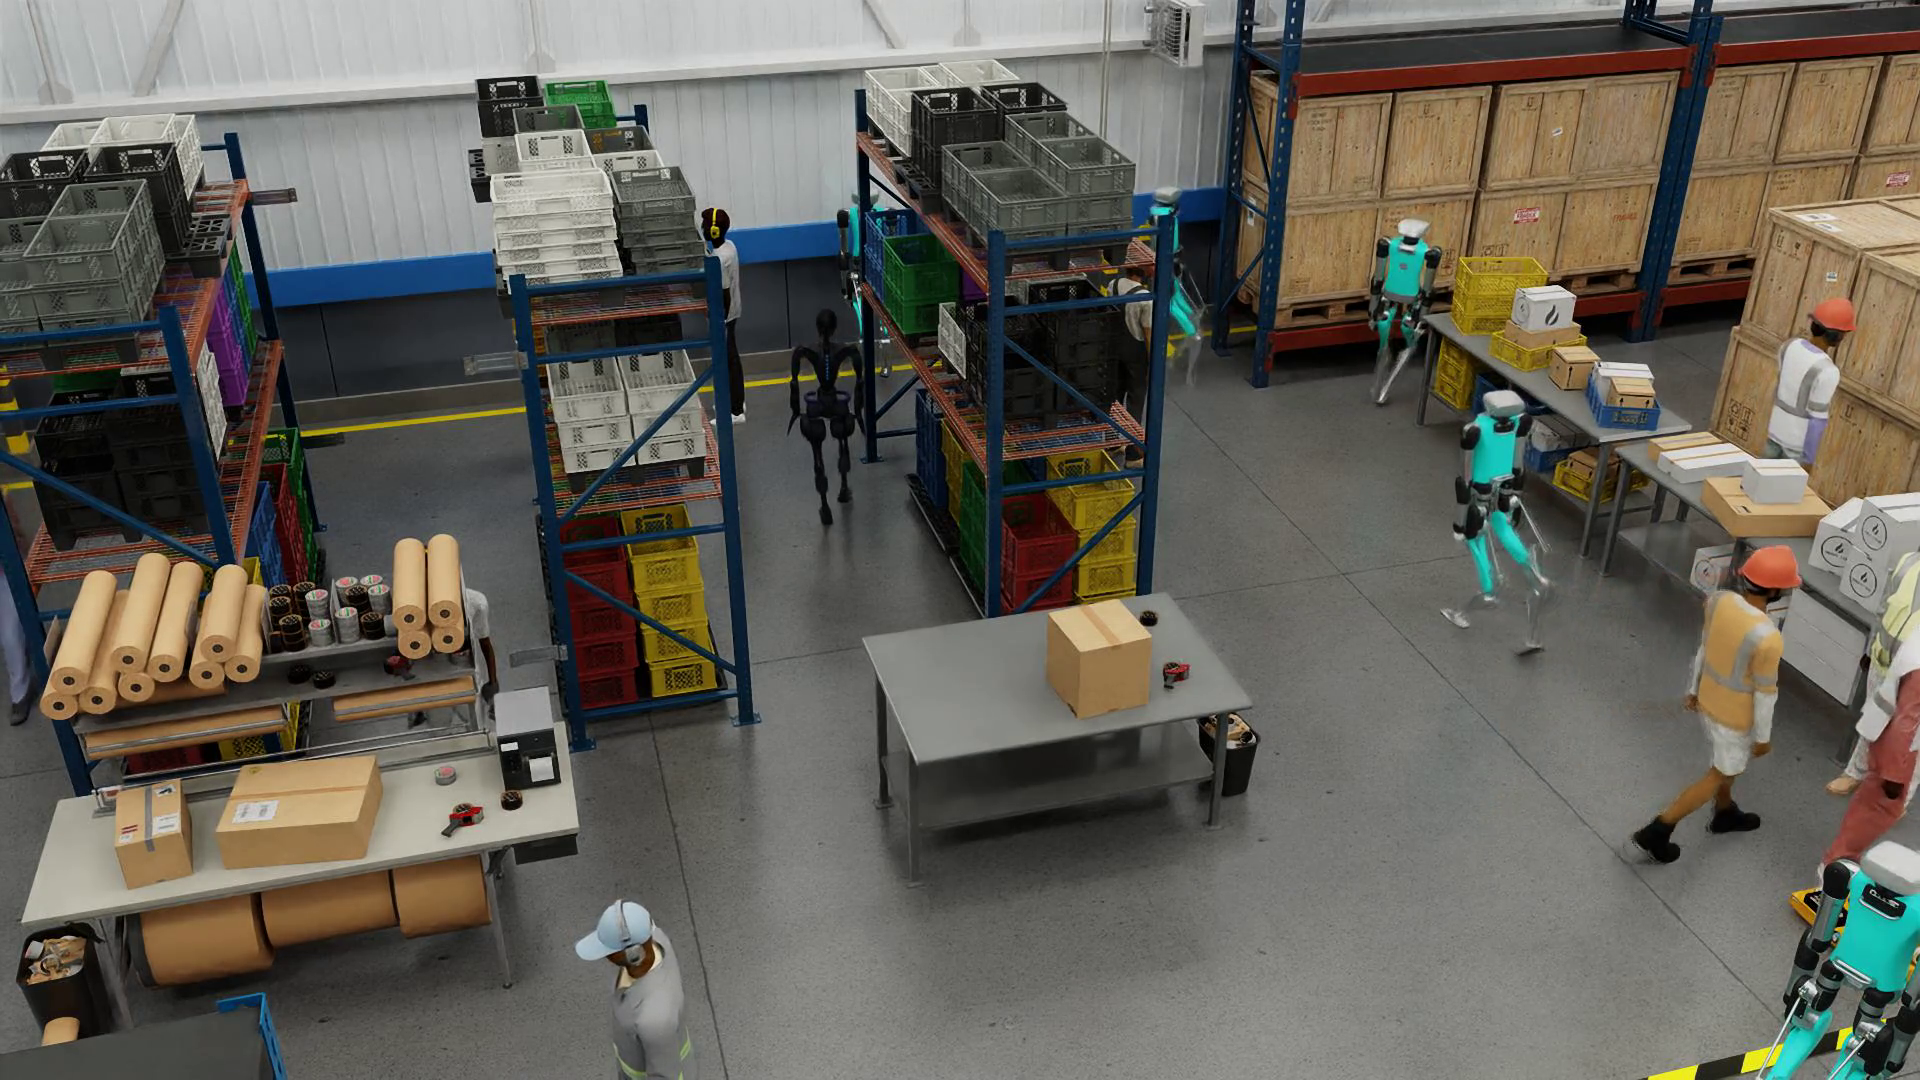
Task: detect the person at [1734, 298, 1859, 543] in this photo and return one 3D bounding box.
[{"bbox_3d":[5.880,-0.736,11.670,0.389,2.036,0.612,-3,29,-6],"label":"person"}]

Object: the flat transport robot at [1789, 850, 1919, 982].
[{"bbox_3d":[5.163,1.916,8.676,1.431,0.231,0.659,-8,30,-14],"label":"flat transport robot"}]

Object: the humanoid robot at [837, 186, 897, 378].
[{"bbox_3d":[-0.782,-2.176,14.456,0.533,1.677,0.735,-2,29,-3],"label":"humanoid robot"}]

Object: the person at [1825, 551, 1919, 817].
[{"bbox_3d":[5.271,0.732,9.208,0.429,1.837,0.622,-11,31,-19],"label":"person"}]

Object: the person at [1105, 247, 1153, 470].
[{"bbox_3d":[1.360,-1.448,13.157,0.334,1.844,0.511,-21,35,-33],"label":"person"}]

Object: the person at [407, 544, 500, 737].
[{"bbox_3d":[-2.729,0.847,8.966,0.517,1.865,0.328,-6,29,-10],"label":"person"}]

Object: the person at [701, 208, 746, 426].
[{"bbox_3d":[-1.985,-1.862,13.887,0.319,1.870,0.527,-1,29,-2],"label":"person"}]

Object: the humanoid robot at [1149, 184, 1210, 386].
[{"bbox_3d":[2.038,-2.214,14.718,0.805,1.808,0.533,11,31,20],"label":"humanoid robot"}]

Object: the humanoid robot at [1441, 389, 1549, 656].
[{"bbox_3d":[3.577,-0.025,10.718,0.530,1.774,0.994,-13,31,-22],"label":"humanoid robot"}]

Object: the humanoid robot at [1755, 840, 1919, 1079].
[{"bbox_3d":[3.519,2.032,6.804,0.735,1.673,0.533,-18,34,-29],"label":"humanoid robot"}]

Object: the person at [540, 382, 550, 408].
[{"bbox_3d":[-3.238,-1.372,13.136,0.478,1.733,0.333,-24,37,-36],"label":"person"}]

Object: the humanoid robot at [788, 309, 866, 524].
[{"bbox_3d":[-1.006,-0.963,12.457,0.588,1.647,0.560,-4,29,-7],"label":"humanoid robot"}]

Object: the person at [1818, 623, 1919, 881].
[{"bbox_3d":[4.847,1.042,8.586,0.424,1.898,0.620,17,33,28],"label":"person"}]

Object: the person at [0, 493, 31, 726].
[{"bbox_3d":[-6.022,0.206,10.284,0.533,1.726,0.929,-7,30,-13],"label":"person"}]

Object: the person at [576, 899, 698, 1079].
[{"bbox_3d":[-1.242,2.153,6.606,0.395,1.848,0.586,-8,30,-14],"label":"person"}]

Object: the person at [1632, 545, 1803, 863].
[{"bbox_3d":[4.105,0.868,8.880,0.780,1.918,0.550,-5,29,-8],"label":"person"}]

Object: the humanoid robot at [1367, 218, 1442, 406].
[{"bbox_3d":[3.776,-1.902,14.184,0.564,1.847,0.766,13,31,22],"label":"humanoid robot"}]
